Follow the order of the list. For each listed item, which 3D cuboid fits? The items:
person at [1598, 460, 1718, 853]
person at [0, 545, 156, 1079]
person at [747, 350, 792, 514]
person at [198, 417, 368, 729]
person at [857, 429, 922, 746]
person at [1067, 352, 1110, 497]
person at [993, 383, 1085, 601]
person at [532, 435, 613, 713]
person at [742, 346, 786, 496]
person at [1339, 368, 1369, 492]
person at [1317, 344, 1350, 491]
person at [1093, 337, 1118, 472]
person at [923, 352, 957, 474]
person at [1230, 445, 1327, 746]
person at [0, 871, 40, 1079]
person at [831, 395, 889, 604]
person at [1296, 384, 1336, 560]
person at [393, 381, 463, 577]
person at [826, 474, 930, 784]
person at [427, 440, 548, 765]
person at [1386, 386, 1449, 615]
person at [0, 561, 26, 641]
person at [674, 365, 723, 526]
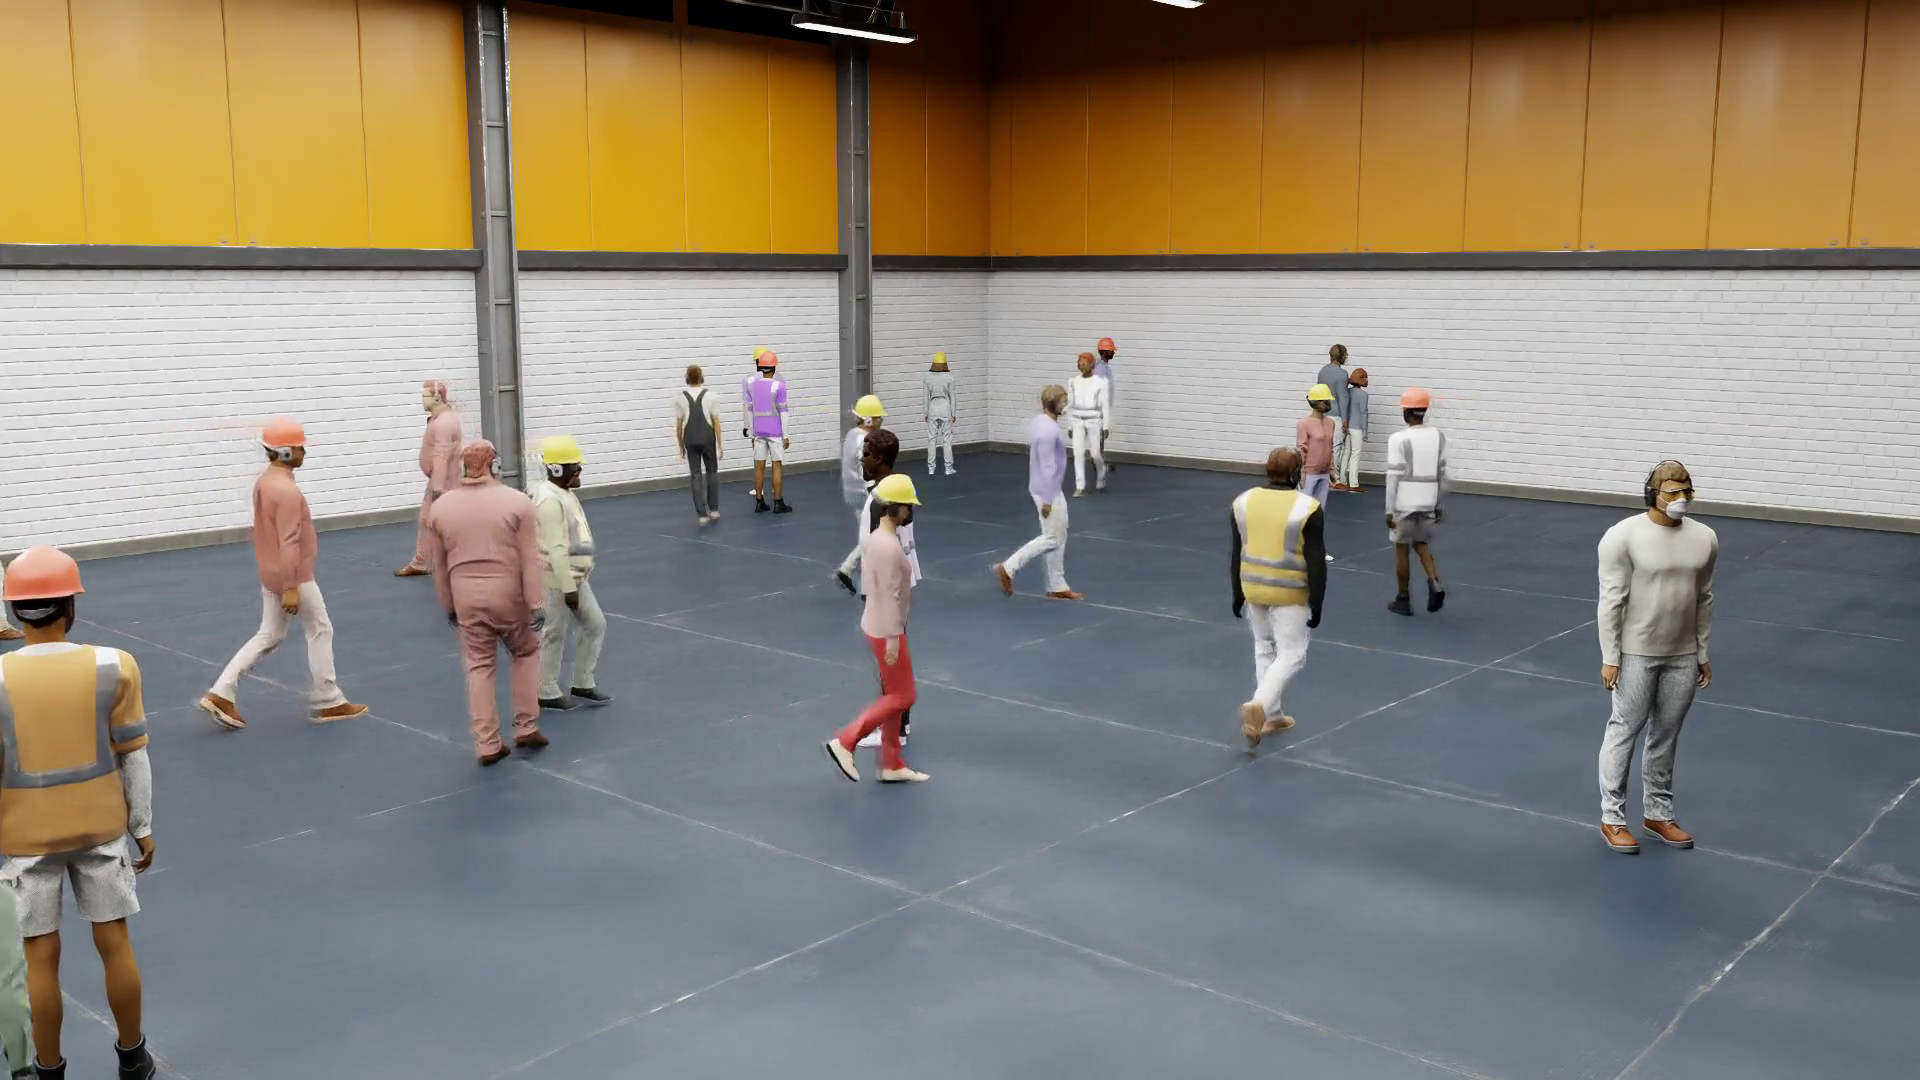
[{"bbox_3d":[3.435,0.569,8.208,0.631,1.940,0.372,-2,9,-14],"label":"person"},{"bbox_3d":[-3.043,0.978,5.644,0.552,1.933,0.363,-6,11,-33],"label":"person"},{"bbox_3d":[-2.268,-1.282,19.818,0.546,1.942,0.348,4,10,24],"label":"person"},{"bbox_3d":[-4.273,0.215,10.365,0.942,1.966,0.621,-7,12,-38],"label":"person"},{"bbox_3d":[-0.437,0.287,10.040,0.391,1.919,0.587,1,9,7],"label":"person"},{"bbox_3d":[1.659,-1.494,21.406,0.587,1.862,0.741,4,10,23],"label":"person"},{"bbox_3d":[0.699,-0.398,14.346,0.722,1.921,0.639,0,9,1],"label":"person"},{"bbox_3d":[-2.482,0.231,10.711,0.615,1.808,0.611,0,9,-1],"label":"person"},{"bbox_3d":[-2.520,-1.525,21.387,0.585,1.928,0.366,-4,10,-25],"label":"person"},{"bbox_3d":[5.179,-1.437,21.794,0.287,1.627,0.497,-4,10,-21],"label":"person"},{"bbox_3d":[4.938,-1.616,21.925,0.358,1.938,0.636,-3,9,-17],"label":"person"},{"bbox_3d":[2.101,-1.962,24.101,0.361,1.938,0.545,0,9,1],"label":"person"},{"bbox_3d":[-0.284,-1.803,23.710,0.485,1.744,0.294,2,9,11],"label":"person"},{"bbox_3d":[1.883,0.342,10.031,0.634,1.823,0.737,8,12,41],"label":"person"},{"bbox_3d":[-2.710,1.374,4.295,0.531,1.581,0.920,3,9,16],"label":"person"},{"bbox_3d":[-0.813,-0.343,14.308,0.445,1.813,0.610,-3,9,-16],"label":"person"},{"bbox_3d":[3.523,-0.654,16.428,0.523,1.769,0.315,-7,11,-37],"label":"person"},{"bbox_3d":[-4.813,-0.575,15.666,0.992,1.861,0.648,-3,10,-21],"label":"person"},{"bbox_3d":[-0.443,0.506,9.183,0.504,1.744,0.542,-1,9,-9],"label":"person"},{"bbox_3d":[-2.731,0.352,9.749,0.664,1.876,0.643,1,9,3],"label":"person"},{"bbox_3d":[3.764,-0.307,13.736,0.561,1.927,0.523,-3,9,-18],"label":"person"},{"bbox_3d":[-7.643,-0.091,12.705,0.809,1.837,0.524,-8,12,-43],"label":"person"},{"bbox_3d":[-2.963,-1.087,18.979,0.540,1.814,0.696,0,9,-3],"label":"person"}]
